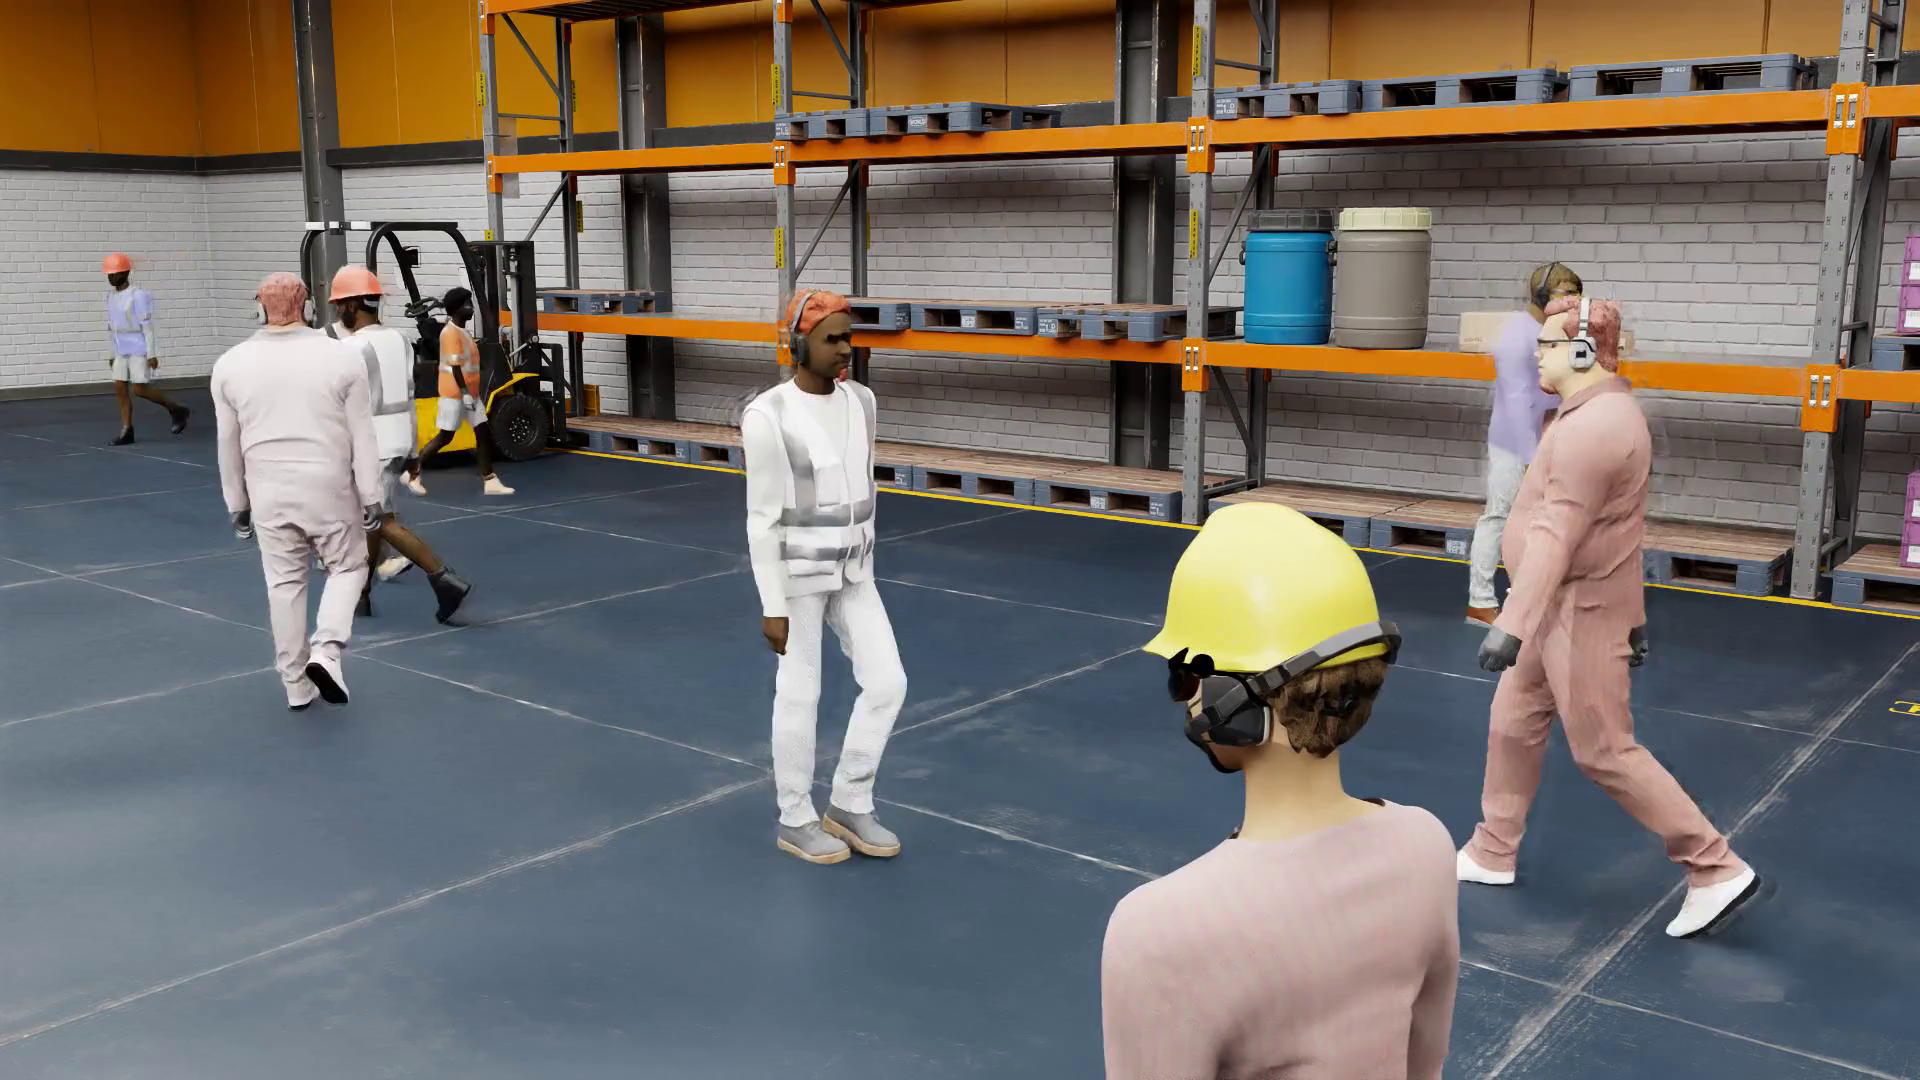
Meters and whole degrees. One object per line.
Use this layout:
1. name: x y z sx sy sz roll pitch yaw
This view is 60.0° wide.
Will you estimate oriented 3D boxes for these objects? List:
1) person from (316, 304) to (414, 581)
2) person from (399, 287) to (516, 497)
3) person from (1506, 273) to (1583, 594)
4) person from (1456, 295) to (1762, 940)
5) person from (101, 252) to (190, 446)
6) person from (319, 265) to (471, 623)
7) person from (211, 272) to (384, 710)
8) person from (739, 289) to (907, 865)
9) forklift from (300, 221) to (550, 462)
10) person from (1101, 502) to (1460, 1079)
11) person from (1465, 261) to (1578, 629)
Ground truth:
1. person: -3.595 -0.649 9.918 0.926 1.784 0.561 6 12 32
2. person: -4.014 -1.160 13.109 0.837 1.670 0.522 0 10 1
3. person: 3.337 -0.566 9.280 0.321 1.860 0.527 -3 11 -17
4. person: 1.899 0.215 4.925 0.932 1.874 0.629 4 11 21
5. person: -8.167 -1.903 16.552 0.581 1.909 0.703 5 12 27
6. person: -3.009 -0.489 8.749 0.906 1.903 0.552 3 11 14
7. person: -2.819 -0.191 7.105 0.666 1.887 0.476 -1 10 -6
8. person: -0.402 0.145 5.304 0.561 1.865 0.617 9 13 40
9. forklift: -4.922 -1.741 14.854 1.214 2.155 2.313 8 13 38
10. person: 0.325 0.834 1.799 0.518 1.756 0.345 -9 14 -41
11. person: 2.993 -0.445 8.451 0.636 1.903 0.850 -10 14 -43
